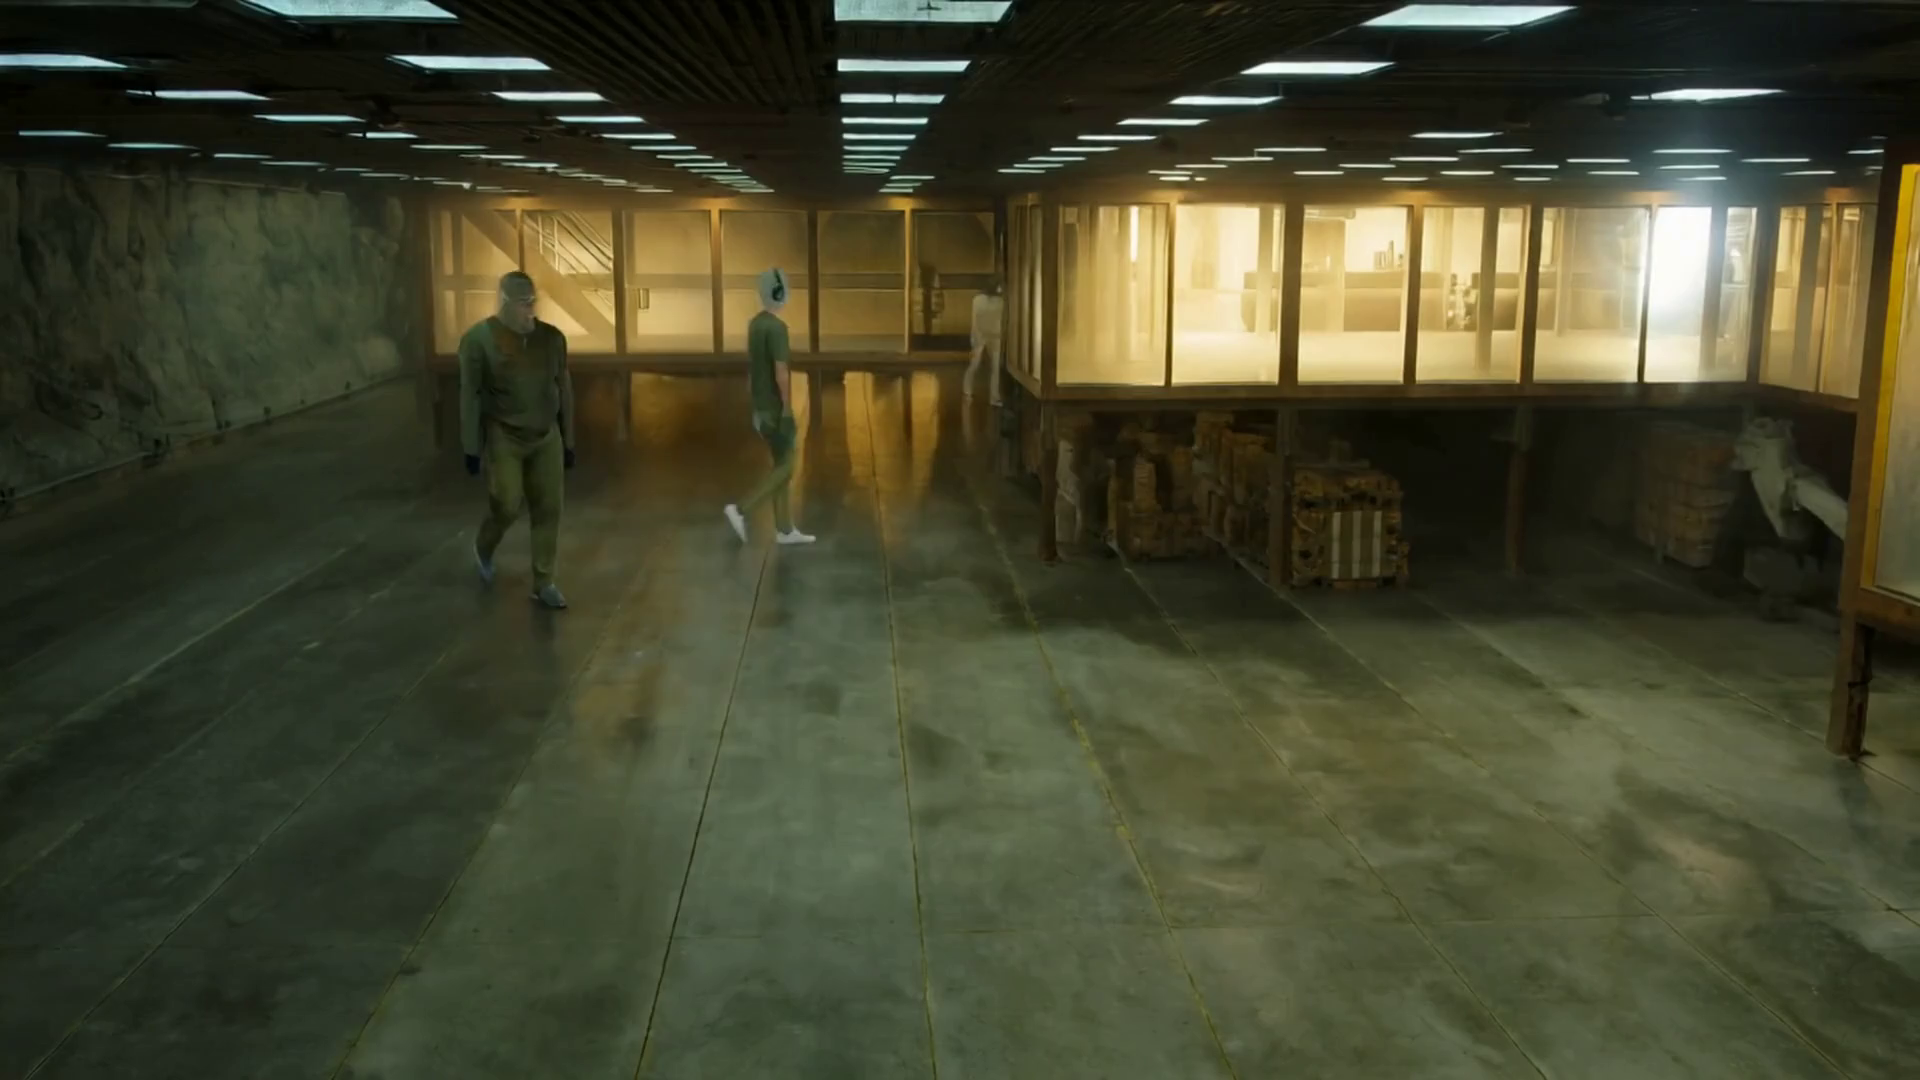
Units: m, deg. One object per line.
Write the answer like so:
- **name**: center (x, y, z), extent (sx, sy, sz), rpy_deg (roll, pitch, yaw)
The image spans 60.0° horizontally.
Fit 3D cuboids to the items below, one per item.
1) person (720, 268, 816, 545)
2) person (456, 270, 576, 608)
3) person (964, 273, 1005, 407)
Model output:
- **person**: center (-1.262, -0.853, 10.925), extent (0.629, 1.853, 0.546), rpy_deg (-6, 12, -28)
- **person**: center (-2.495, -0.572, 9.345), extent (0.643, 1.882, 0.655), rpy_deg (-8, 13, -38)
- **person**: center (0.284, -2.427, 20.092), extent (0.530, 1.595, 0.816), rpy_deg (-5, 12, -27)
